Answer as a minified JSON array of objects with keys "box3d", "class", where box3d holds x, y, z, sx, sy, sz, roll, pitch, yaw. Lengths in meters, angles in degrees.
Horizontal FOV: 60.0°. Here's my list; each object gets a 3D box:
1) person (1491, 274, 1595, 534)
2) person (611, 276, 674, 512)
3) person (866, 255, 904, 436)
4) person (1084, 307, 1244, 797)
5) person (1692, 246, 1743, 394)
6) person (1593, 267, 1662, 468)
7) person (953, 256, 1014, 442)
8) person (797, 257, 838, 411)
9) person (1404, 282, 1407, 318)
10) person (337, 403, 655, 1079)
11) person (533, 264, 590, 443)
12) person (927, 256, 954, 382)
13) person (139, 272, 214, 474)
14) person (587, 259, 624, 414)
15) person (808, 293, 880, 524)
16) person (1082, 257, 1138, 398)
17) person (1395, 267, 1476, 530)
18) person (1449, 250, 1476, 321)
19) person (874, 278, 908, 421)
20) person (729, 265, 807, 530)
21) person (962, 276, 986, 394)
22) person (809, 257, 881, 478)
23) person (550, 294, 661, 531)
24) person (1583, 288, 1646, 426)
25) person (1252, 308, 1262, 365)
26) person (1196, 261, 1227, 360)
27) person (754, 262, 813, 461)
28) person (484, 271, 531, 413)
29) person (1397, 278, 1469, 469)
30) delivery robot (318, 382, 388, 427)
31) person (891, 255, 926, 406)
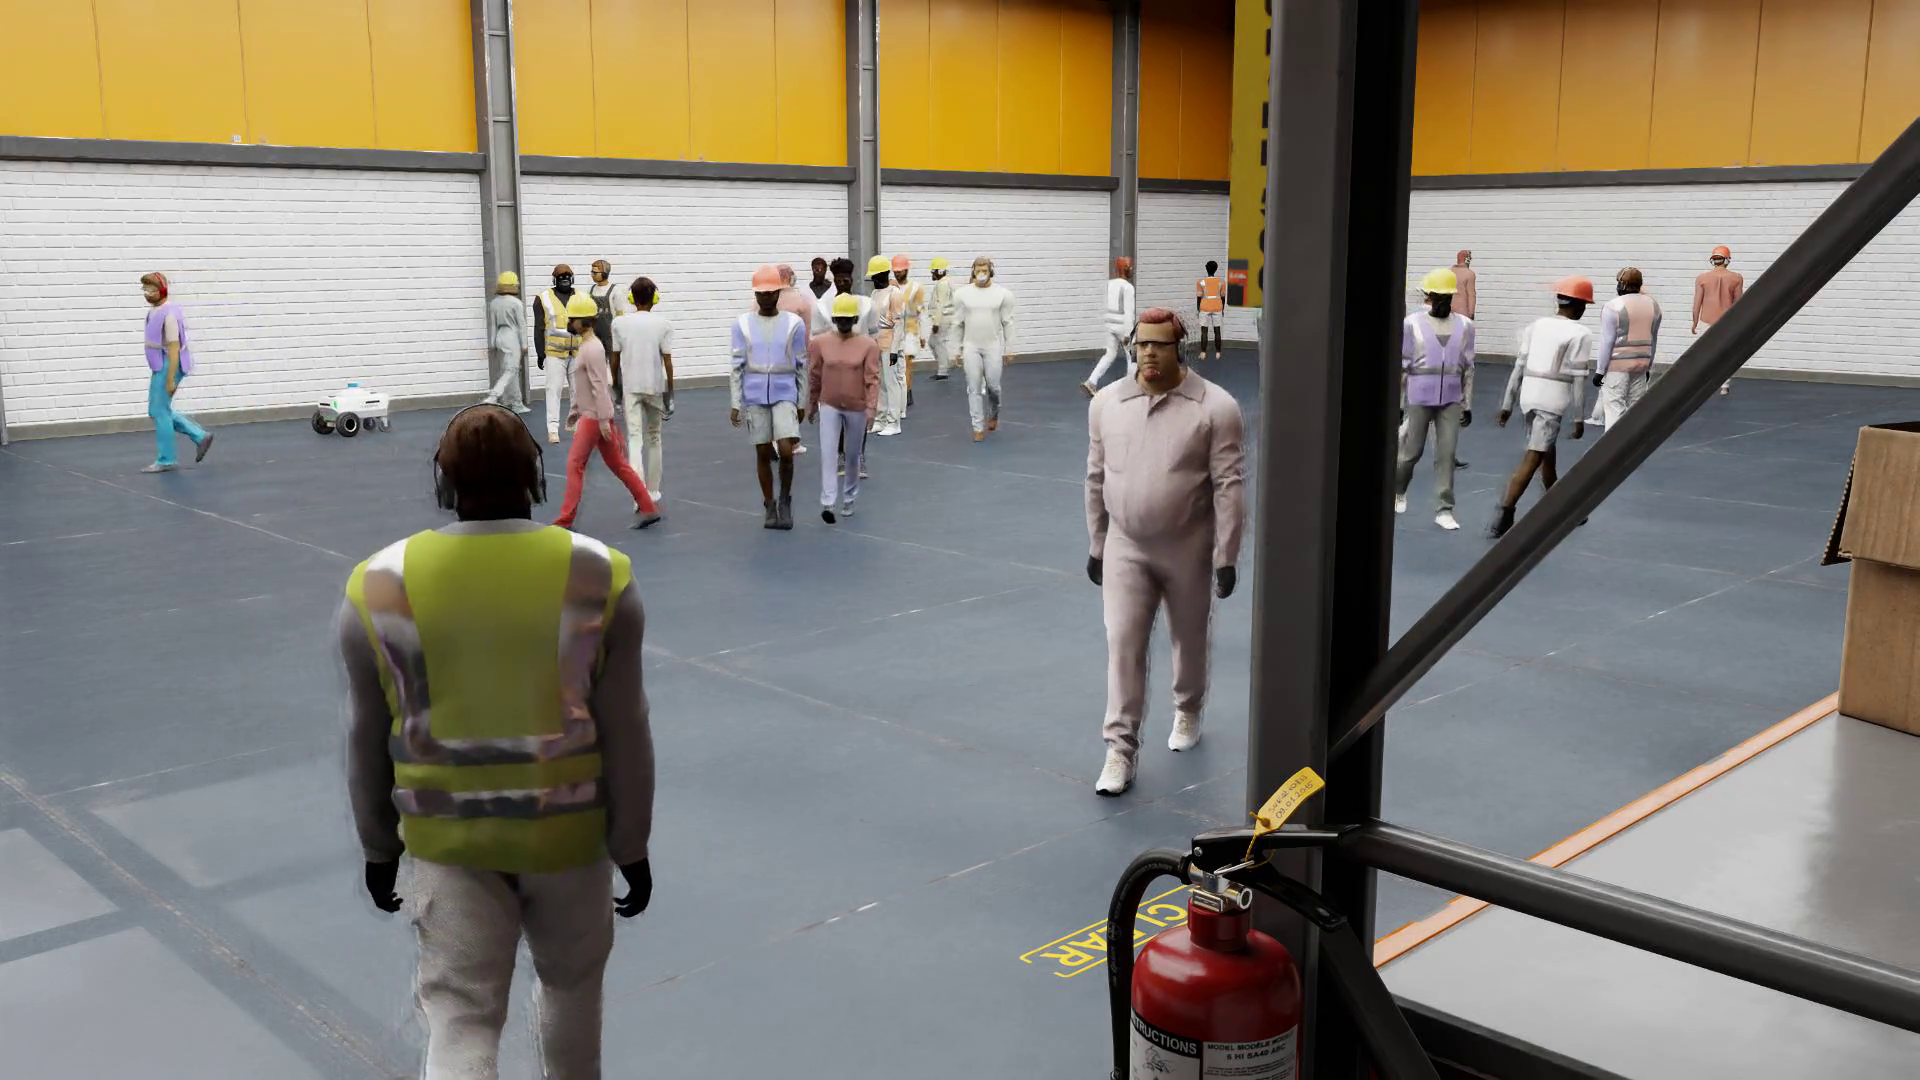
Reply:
[{"box3d":[4.163,-0.962,11.899,1.026,1.869,0.579,-5,12,-26],"class":"person"},{"box3d":[-2.488,-1.147,13.006,0.521,1.831,0.950,-1,10,-8],"class":"person"},{"box3d":[-0.823,-2.073,17.784,0.378,1.918,0.585,-6,12,-31],"class":"person"},{"box3d":[0.799,0.009,6.613,0.659,1.860,0.980,4,11,19],"class":"person"},{"box3d":[10.188,-2.955,22.397,0.610,1.989,0.392,4,11,20],"class":"person"},{"box3d":[6.066,-1.565,15.220,0.621,1.845,0.429,-4,11,-20],"class":"person"},{"box3d":[0.242,-1.999,17.375,0.633,1.922,0.640,1,10,5],"class":"person"},{"box3d":[-1.721,-2.553,20.564,0.607,1.869,1.005,2,11,9],"class":"person"},{"box3d":[5.926,-3.004,23.004,0.534,1.864,0.313,7,12,32],"class":"person"},{"box3d":[-0.949,0.619,3.455,0.631,1.805,0.923,-2,11,-9],"class":"person"},{"box3d":[-4.065,-1.921,17.164,0.633,1.841,0.429,-6,12,-29],"class":"person"},{"box3d":[-0.299,-3.212,24.243,0.451,1.818,0.627,0,10,3],"class":"person"},{"box3d":[-7.109,-1.504,14.984,0.595,1.806,0.644,-8,13,-36],"class":"person"},{"box3d":[-4.255,-2.434,19.959,0.505,1.842,0.347,5,12,26],"class":"person"},{"box3d":[-0.863,-0.968,12.311,0.539,1.699,0.954,0,10,-1],"class":"person"},{"box3d":[2.045,-2.745,21.612,0.893,1.861,0.574,-6,12,-32],"class":"person"},{"box3d":[3.511,-1.066,12.335,0.612,1.911,0.759,-1,10,-3],"class":"person"},{"box3d":[8.012,-3.678,26.599,0.401,1.902,0.644,-6,12,-28],"class":"person"},{"box3d":[-0.789,-2.191,19.175,0.309,1.645,0.514,8,13,36],"class":"person"},{"box3d":[-1.381,-1.008,11.972,0.559,1.914,0.582,-1,10,-4],"class":"person"},{"box3d":[0.239,-2.750,22.305,0.532,1.612,0.472,0,10,2],"class":"person"},{"box3d":[-0.993,-1.492,14.566,0.639,1.932,0.786,-1,10,-7],"class":"person"},{"box3d":[-2.582,-0.890,11.874,0.888,1.728,0.527,-2,11,-12],"class":"person"},{"box3d":[7.340,-2.009,18.335,0.525,1.601,0.884,-5,12,-26],"class":"person"},{"box3d":[4.998,-3.627,27.046,0.518,1.617,0.548,1,10,4],"class":"person"},{"box3d":[4.313,-3.948,28.612,0.535,1.697,0.318,-1,10,-5],"class":"person"},{"box3d":[-1.670,-1.707,15.902,0.649,1.878,0.812,6,12,31],"class":"person"},{"box3d":[-5.391,-2.317,19.680,0.489,1.714,0.771,7,12,32],"class":"person"},{"box3d":[4.207,-1.507,15.040,0.872,1.798,0.601,-1,10,-5],"class":"person"},{"box3d":[-6.519,-1.455,17.879,0.477,0.478,0.707,7,13,34],"class":"delivery robot"},{"box3d":[-0.732,-2.565,20.558,0.541,1.877,0.971,3,11,18],"class":"person"}]
